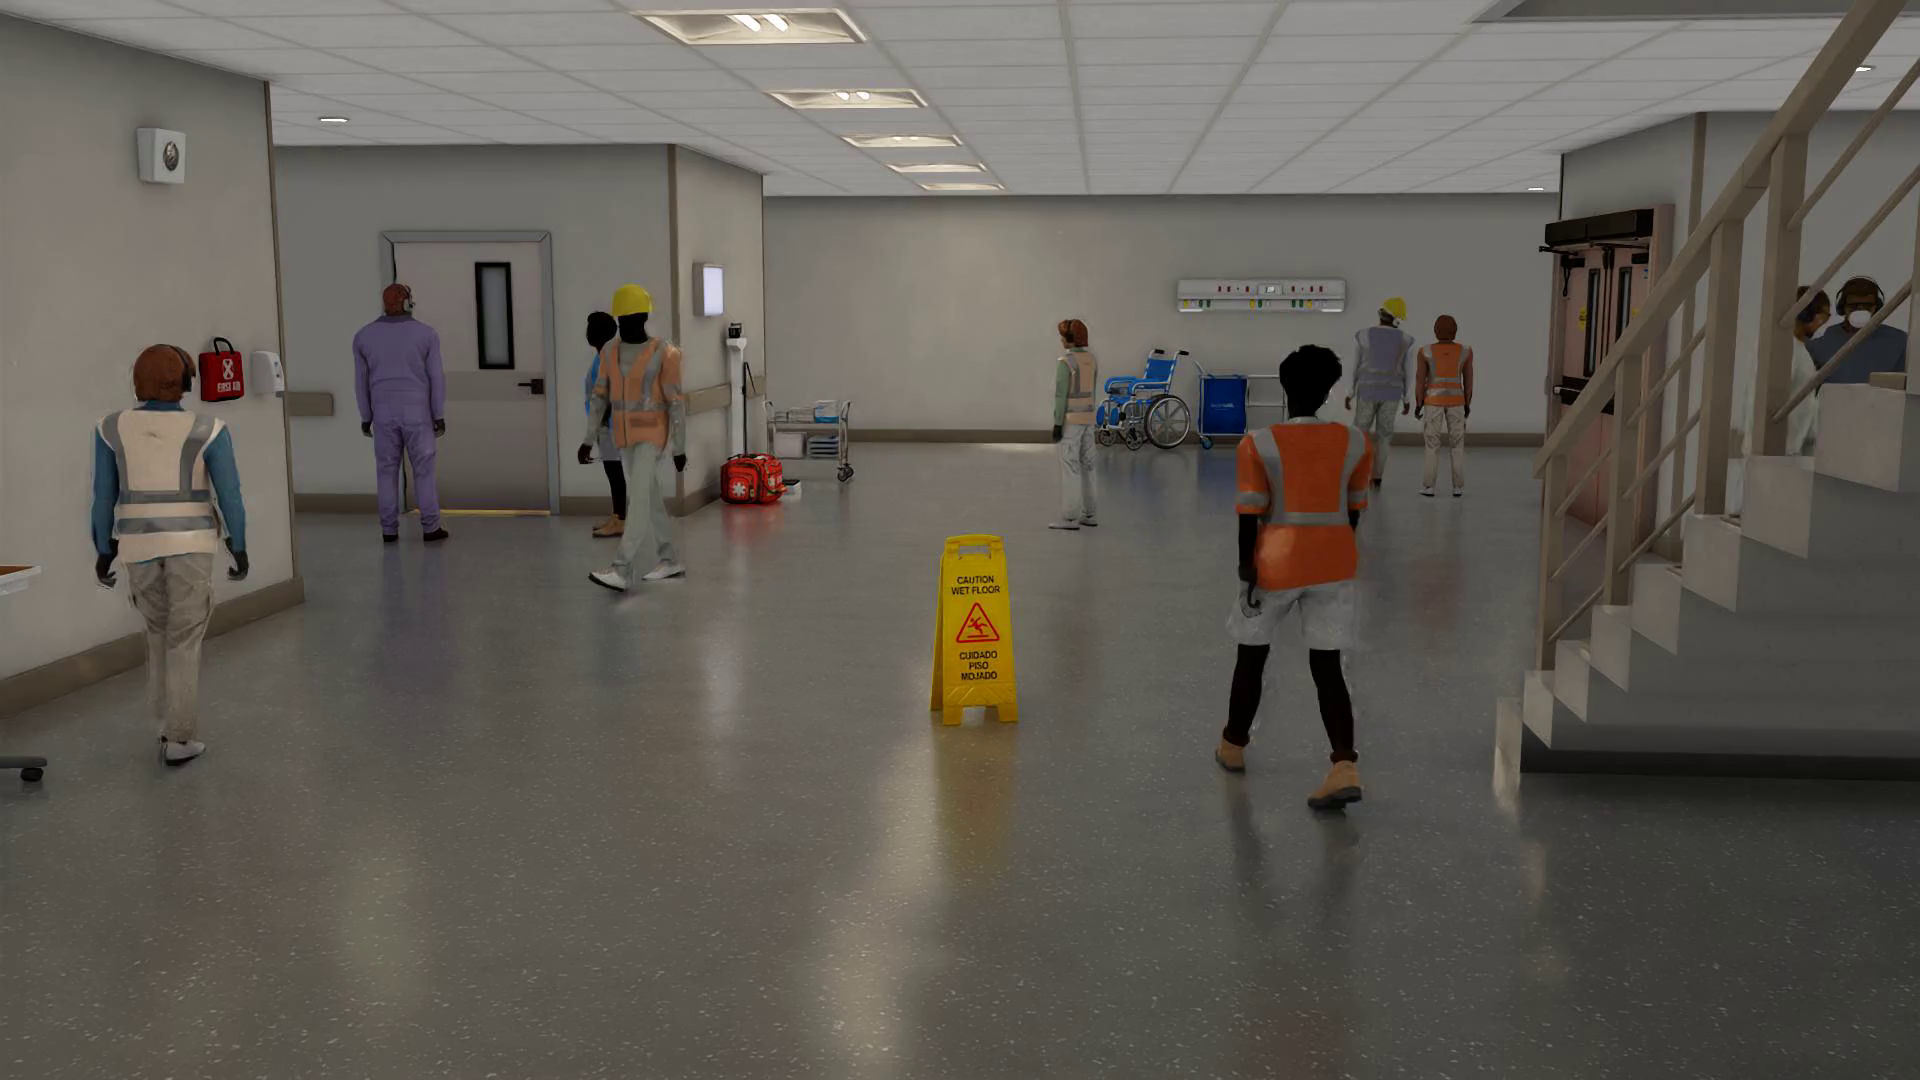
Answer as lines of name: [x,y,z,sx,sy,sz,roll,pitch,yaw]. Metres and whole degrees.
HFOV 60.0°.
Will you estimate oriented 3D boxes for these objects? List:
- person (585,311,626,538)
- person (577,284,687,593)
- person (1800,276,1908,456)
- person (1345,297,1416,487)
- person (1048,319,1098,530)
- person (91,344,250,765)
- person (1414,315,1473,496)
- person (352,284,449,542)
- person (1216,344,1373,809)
person: [-2.654,-0.866,12.515,0.321,1.696,0.537,-1,8,-8]
person: [-2.033,-0.623,10.267,0.611,1.875,0.989,5,10,33]
person: [5.099,-0.539,9.528,0.641,1.928,0.386,3,9,18]
person: [3.940,-1.375,15.634,0.645,1.801,0.418,2,9,13]
person: [0.898,-0.895,12.937,0.310,1.633,0.515,6,10,36]
person: [-3.078,0.043,6.560,0.548,1.618,0.597,-1,8,-4]
person: [4.361,-1.205,15.010,0.515,1.641,0.314,1,8,6]
person: [-4.108,-0.931,12.276,0.643,1.902,0.400,0,8,-3]
person: [1.243,0.116,6.013,0.527,1.647,0.844,-1,8,-6]
